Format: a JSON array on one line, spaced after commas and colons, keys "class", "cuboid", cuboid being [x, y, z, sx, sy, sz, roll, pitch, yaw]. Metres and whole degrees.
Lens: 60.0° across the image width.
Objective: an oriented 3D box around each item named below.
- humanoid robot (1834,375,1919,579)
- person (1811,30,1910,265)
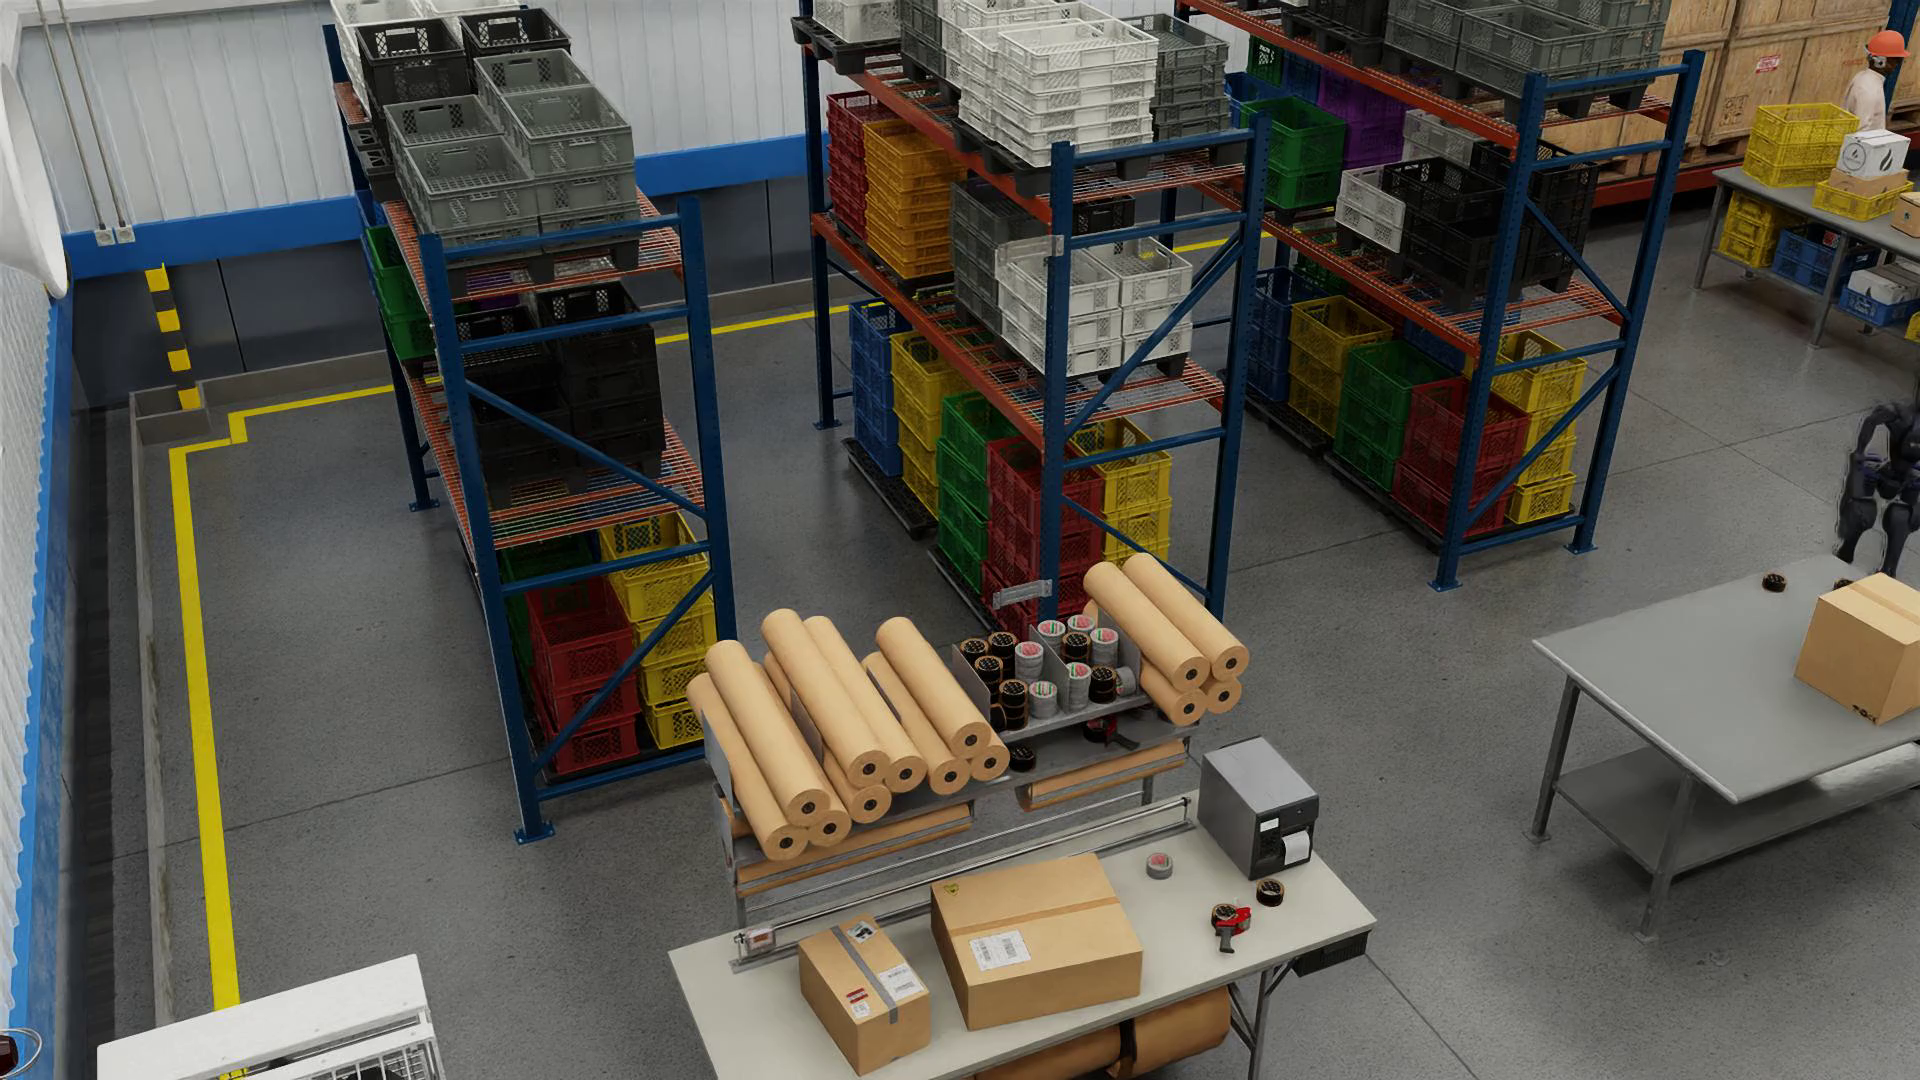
[{"class": "humanoid robot", "cuboid": [5.066, -0.242, 9.064, 0.538, 1.634, 0.734, 12, 34, 18]}, {"class": "person", "cuboid": [7.145, -3.069, 13.310, 0.375, 1.995, 0.608, 11, 33, 17]}]
